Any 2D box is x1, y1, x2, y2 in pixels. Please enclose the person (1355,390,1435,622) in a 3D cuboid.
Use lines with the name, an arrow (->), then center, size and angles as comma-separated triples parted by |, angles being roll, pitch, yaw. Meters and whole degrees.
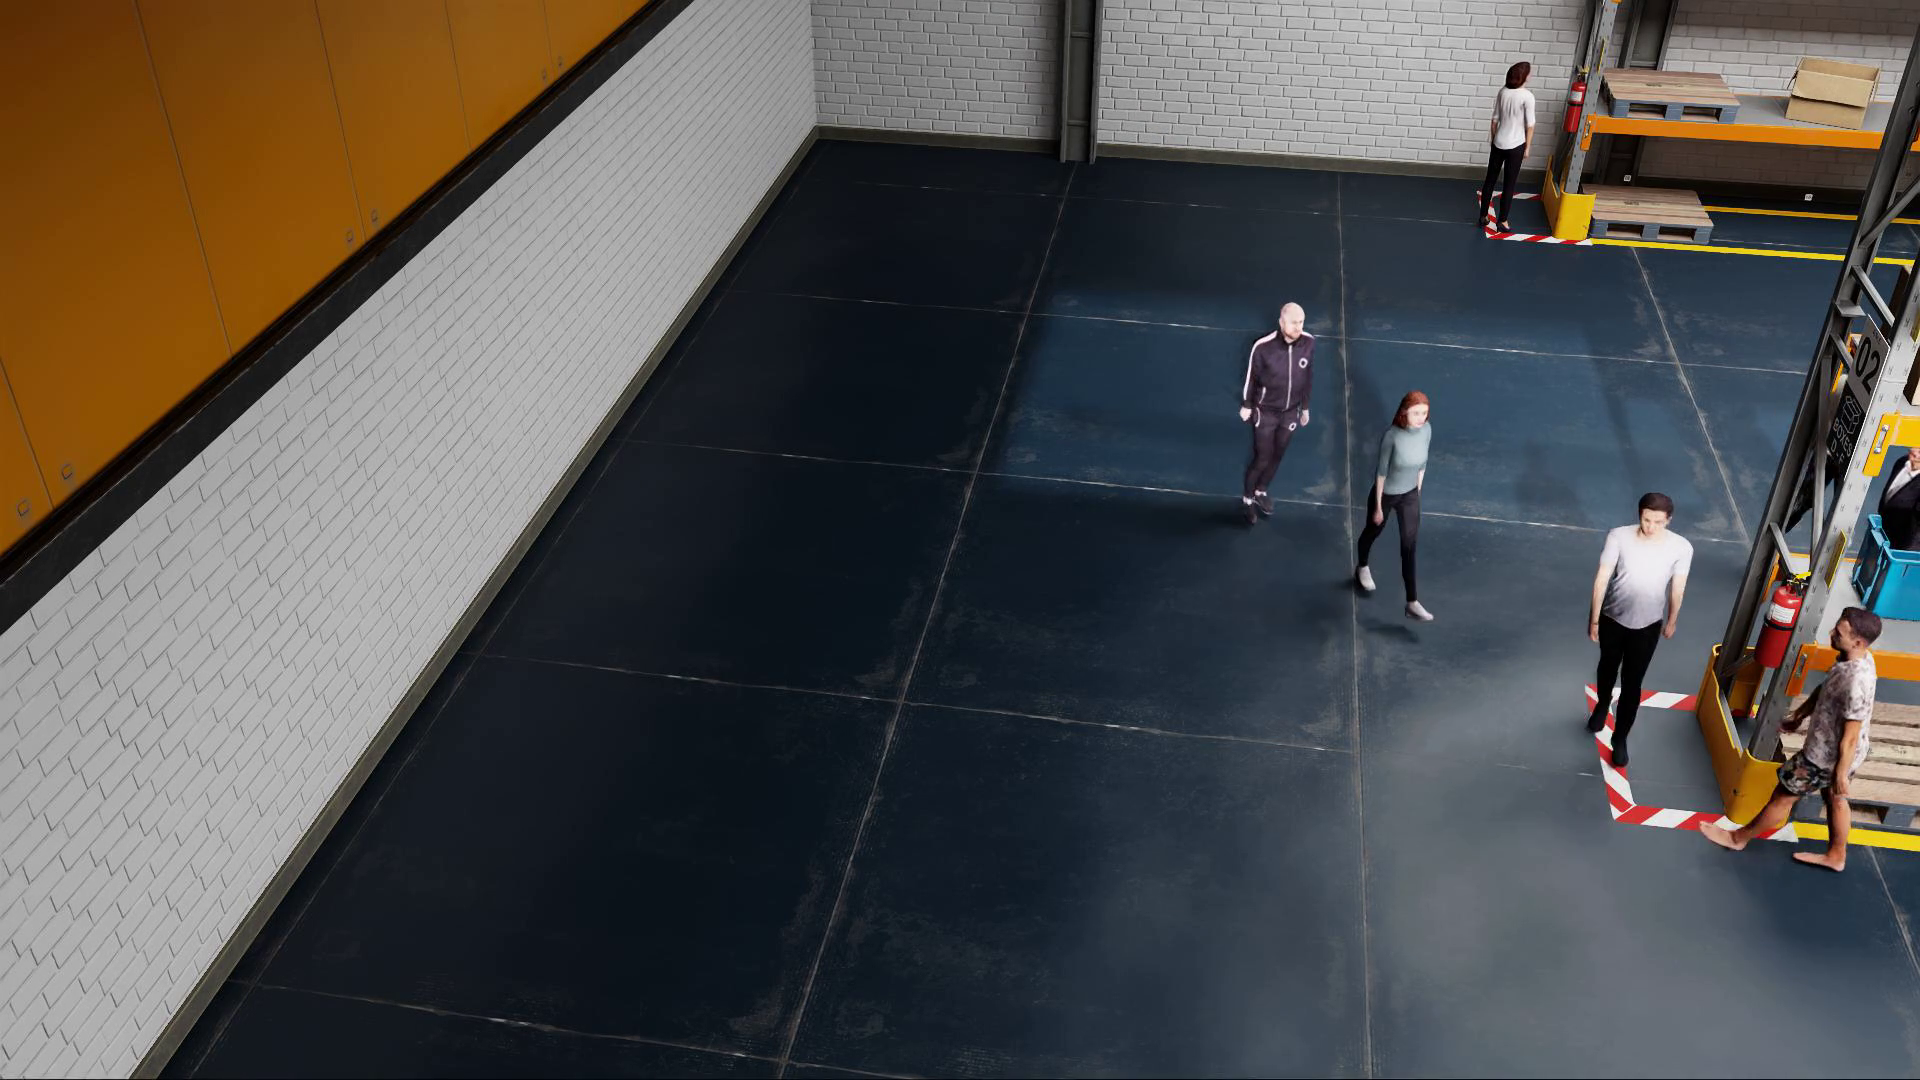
person -> 3.005, -0.318, 11.690 | 1.104, 1.702, 1.009 | -11, 35, -16

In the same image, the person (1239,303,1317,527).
person -> 2.359, -1.028, 12.656 | 0.747, 1.816, 0.839 | -10, 35, -15

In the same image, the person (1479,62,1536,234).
person -> 5.678, -4.074, 17.256 | 0.746, 1.794, 0.652 | -27, 42, -35

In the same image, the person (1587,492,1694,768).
person -> 4.221, 0.440, 10.423 | 0.908, 1.841, 0.903 | 15, 36, 21

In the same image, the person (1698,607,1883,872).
person -> 5.009, 1.187, 9.352 | 1.135, 1.784, 0.908 | 19, 38, 26
